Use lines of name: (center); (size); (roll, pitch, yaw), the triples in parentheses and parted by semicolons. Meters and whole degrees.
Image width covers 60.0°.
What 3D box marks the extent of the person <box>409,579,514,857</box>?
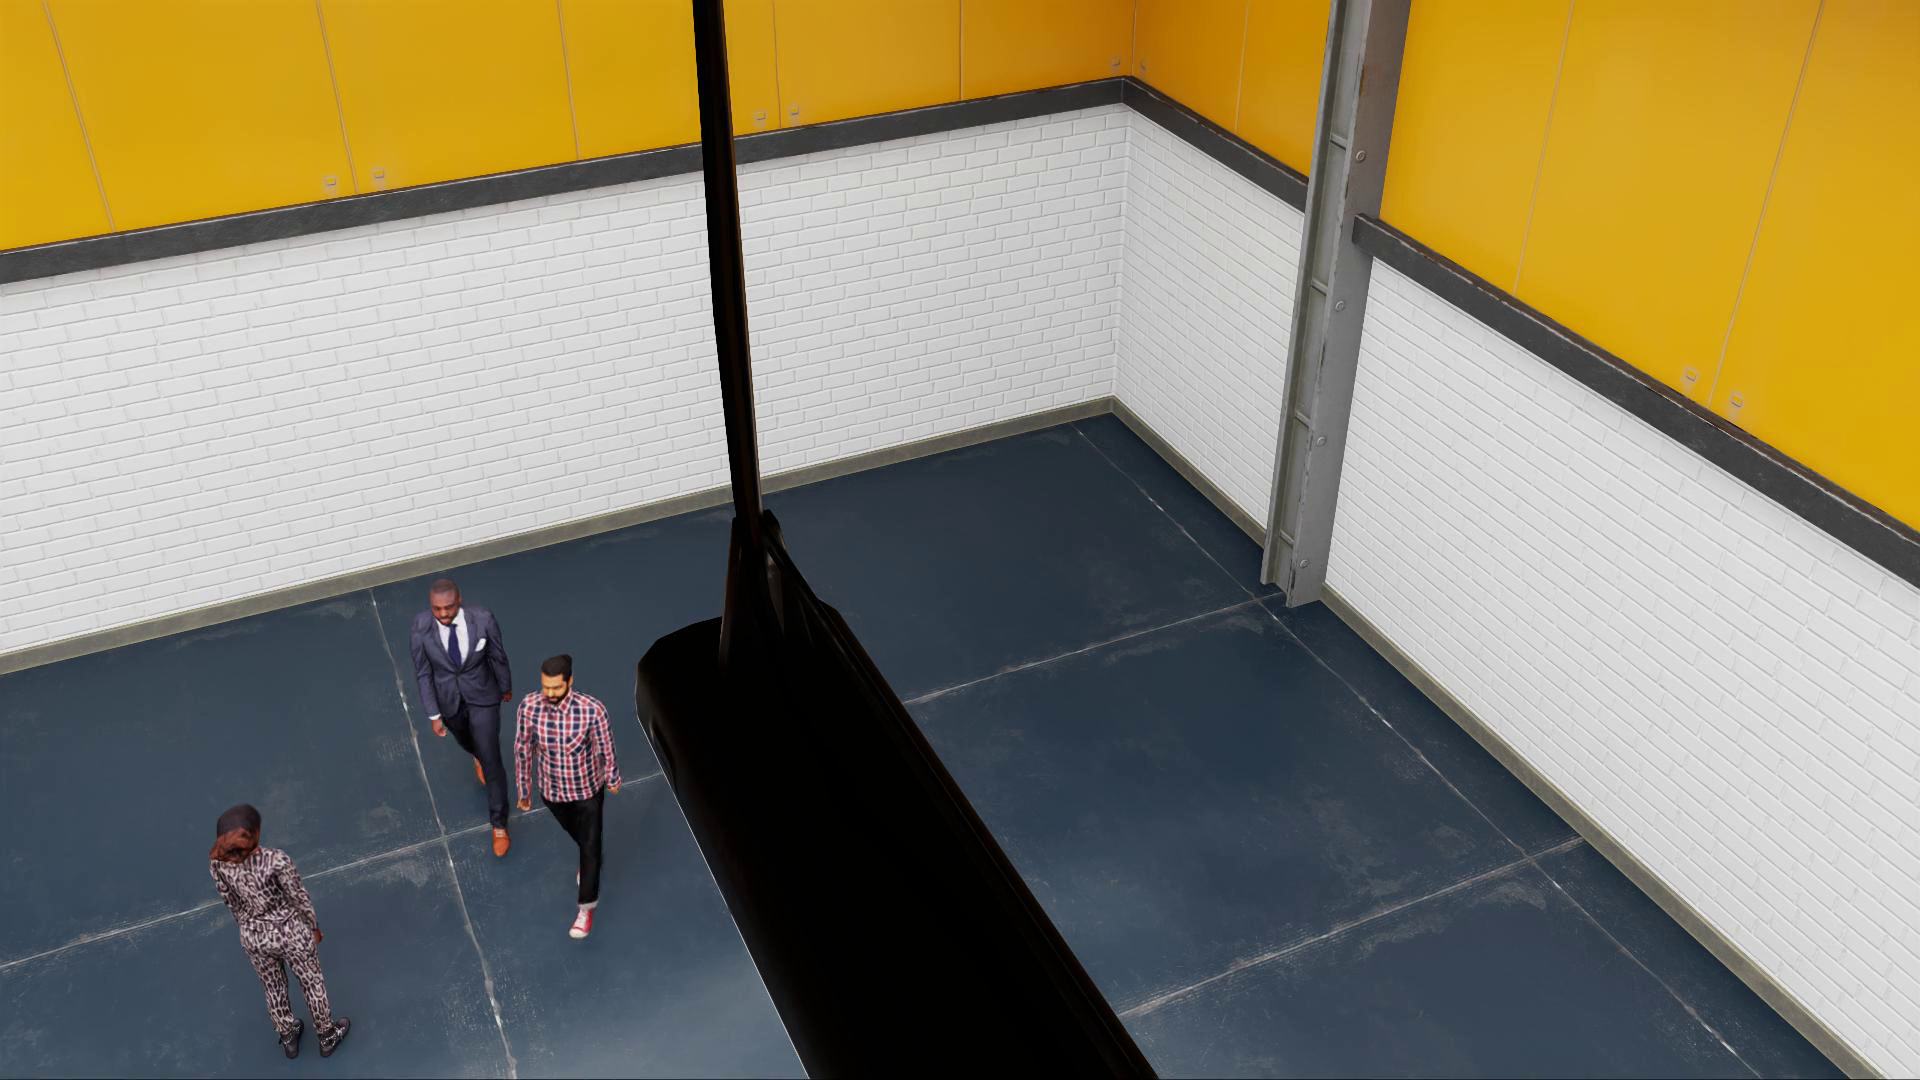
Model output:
person: (-3.011, 0.931, 10.121); (0.906, 1.784, 1.296); (-7, 34, -10)

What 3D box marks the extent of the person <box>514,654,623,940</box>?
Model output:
person: (-2.209, 1.339, 9.555); (1.061, 1.731, 1.206); (5, 34, 7)

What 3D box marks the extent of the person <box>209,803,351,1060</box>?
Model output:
person: (-3.518, 2.018, 8.547); (0.668, 1.716, 0.694); (0, 34, 1)
